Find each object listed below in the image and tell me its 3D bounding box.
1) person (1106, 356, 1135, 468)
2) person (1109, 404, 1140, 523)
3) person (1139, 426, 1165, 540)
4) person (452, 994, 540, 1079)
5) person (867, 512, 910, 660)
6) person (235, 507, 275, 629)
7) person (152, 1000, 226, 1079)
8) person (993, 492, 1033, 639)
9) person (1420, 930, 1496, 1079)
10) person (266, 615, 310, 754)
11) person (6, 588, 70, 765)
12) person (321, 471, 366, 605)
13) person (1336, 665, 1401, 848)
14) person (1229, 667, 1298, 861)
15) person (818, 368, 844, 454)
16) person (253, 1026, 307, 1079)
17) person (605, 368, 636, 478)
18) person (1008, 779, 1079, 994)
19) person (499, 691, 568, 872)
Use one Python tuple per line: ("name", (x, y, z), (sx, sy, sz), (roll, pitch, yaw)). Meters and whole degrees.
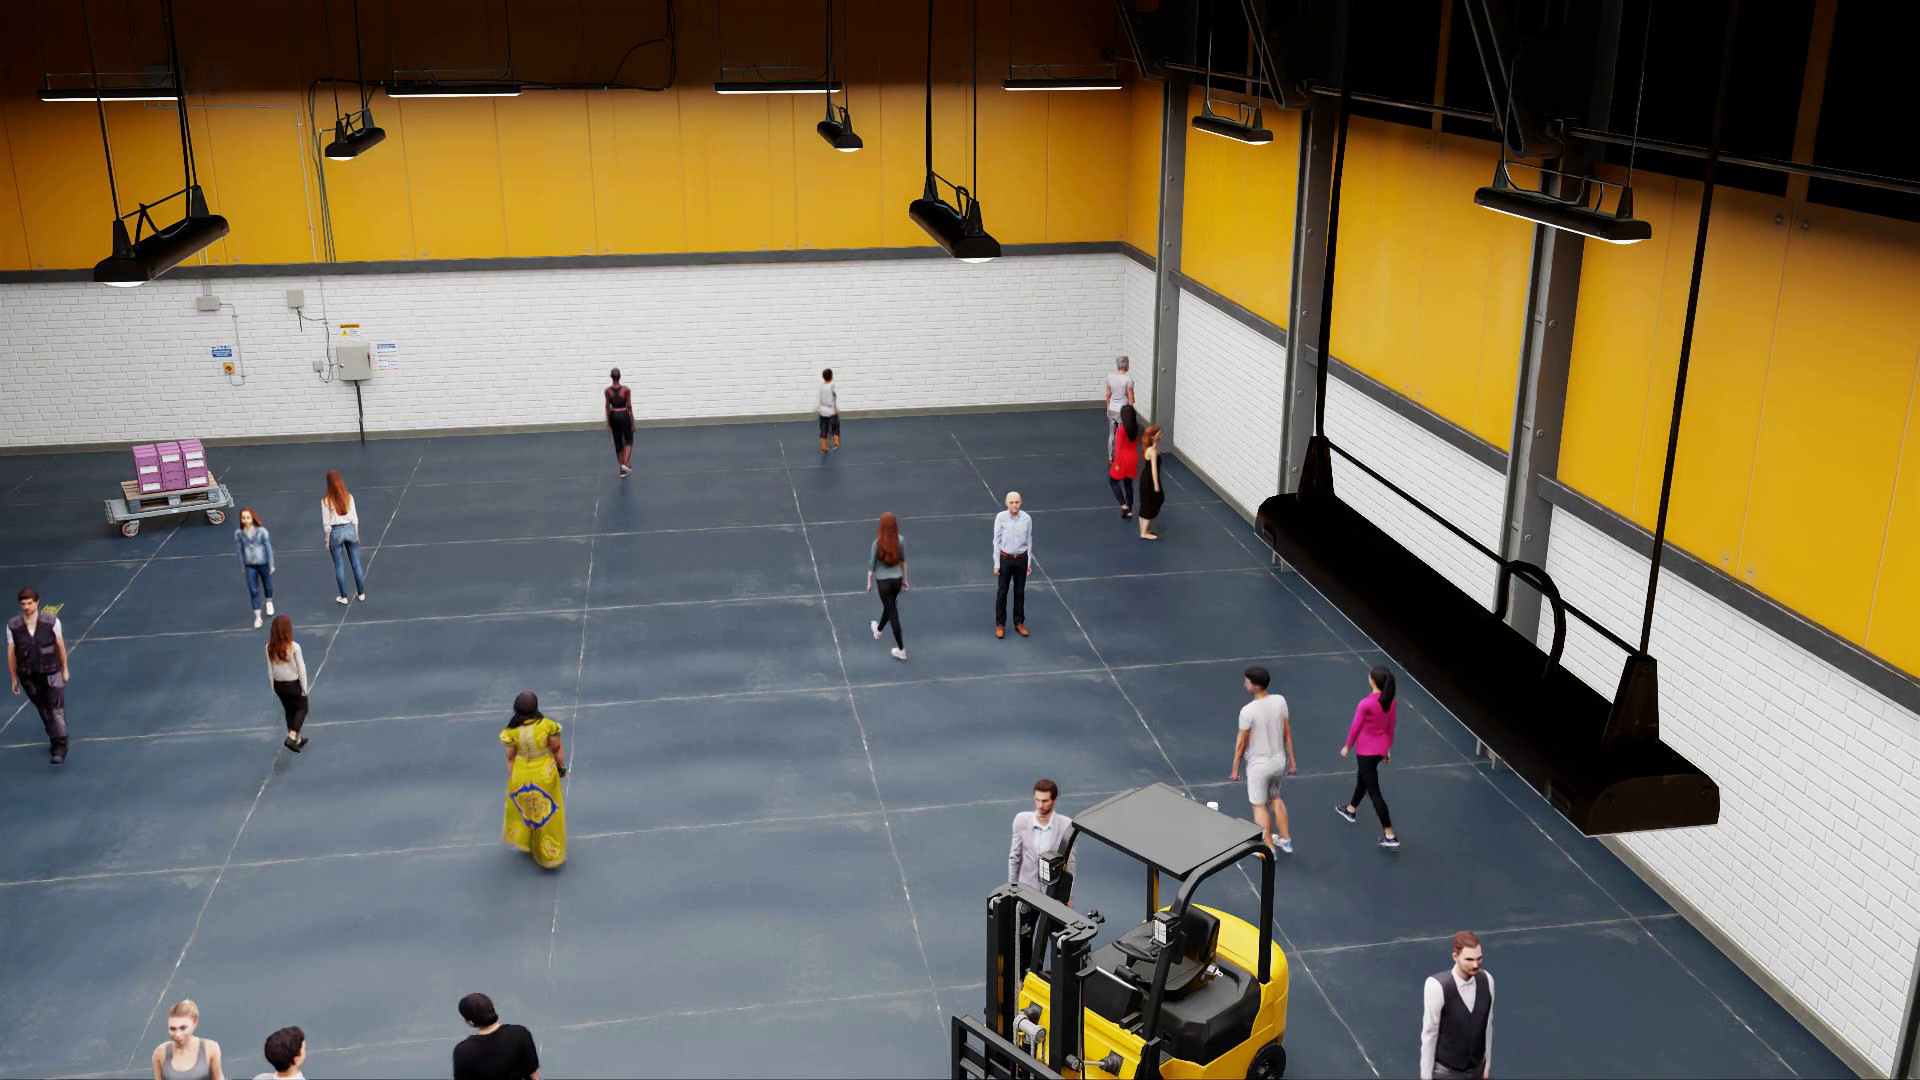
("person", (2.572, -2.064, 26.847), (0.733, 1.824, 0.823), (15, 24, 38))
("person", (2.462, -1.086, 24.081), (0.754, 1.736, 0.786), (-16, 24, -39))
("person", (2.663, -0.822, 23.473), (0.658, 1.622, 0.537), (-1, 19, -2))
("person", (-2.819, 3.585, 10.220), (0.730, 1.731, 0.720), (-4, 19, -13))
("person", (-0.782, 0.566, 19.238), (0.856, 1.697, 1.184), (-10, 21, -28))
("person", (-8.614, 0.291, 20.439), (0.636, 1.450, 0.994), (-5, 19, -15))
("person", (-4.722, 3.569, 10.317), (0.610, 1.698, 0.604), (-5, 19, -14))
("person", (0.631, 0.274, 19.956), (0.629, 1.792, 0.558), (-4, 19, -11))
("person", (3.158, 3.336, 10.634), (0.674, 1.937, 0.587), (-6, 20, -18))
("person", (-6.818, 1.494, 16.829), (0.641, 1.475, 0.792), (1, 19, 2))
("person", (-9.267, 1.335, 16.786), (0.784, 1.803, 1.210), (-6, 20, -18))
("person", (-7.792, -0.042, 20.996), (0.643, 1.727, 0.629), (-12, 22, -31))
("person", (3.792, 1.983, 15.085), (0.863, 1.662, 1.189), (-11, 21, -29))
("person", (2.764, 2.009, 14.778), (0.831, 1.808, 0.804), (-7, 20, -20))
("person", (-2.228, -2.186, 27.819), (0.773, 1.435, 0.923), (4, 19, 12))
("person", (-3.810, 3.675, 9.651), (0.835, 1.923, 0.827), (6, 20, 18))
("person", (-5.384, -1.835, 26.277), (0.661, 1.753, 0.733), (0, 19, 0))
("person", (0.635, 2.670, 12.746), (0.758, 1.853, 0.728), (4, 19, 13))
("person", (-3.735, 2.147, 14.629), (0.815, 1.641, 0.863), (-2, 19, -5))
